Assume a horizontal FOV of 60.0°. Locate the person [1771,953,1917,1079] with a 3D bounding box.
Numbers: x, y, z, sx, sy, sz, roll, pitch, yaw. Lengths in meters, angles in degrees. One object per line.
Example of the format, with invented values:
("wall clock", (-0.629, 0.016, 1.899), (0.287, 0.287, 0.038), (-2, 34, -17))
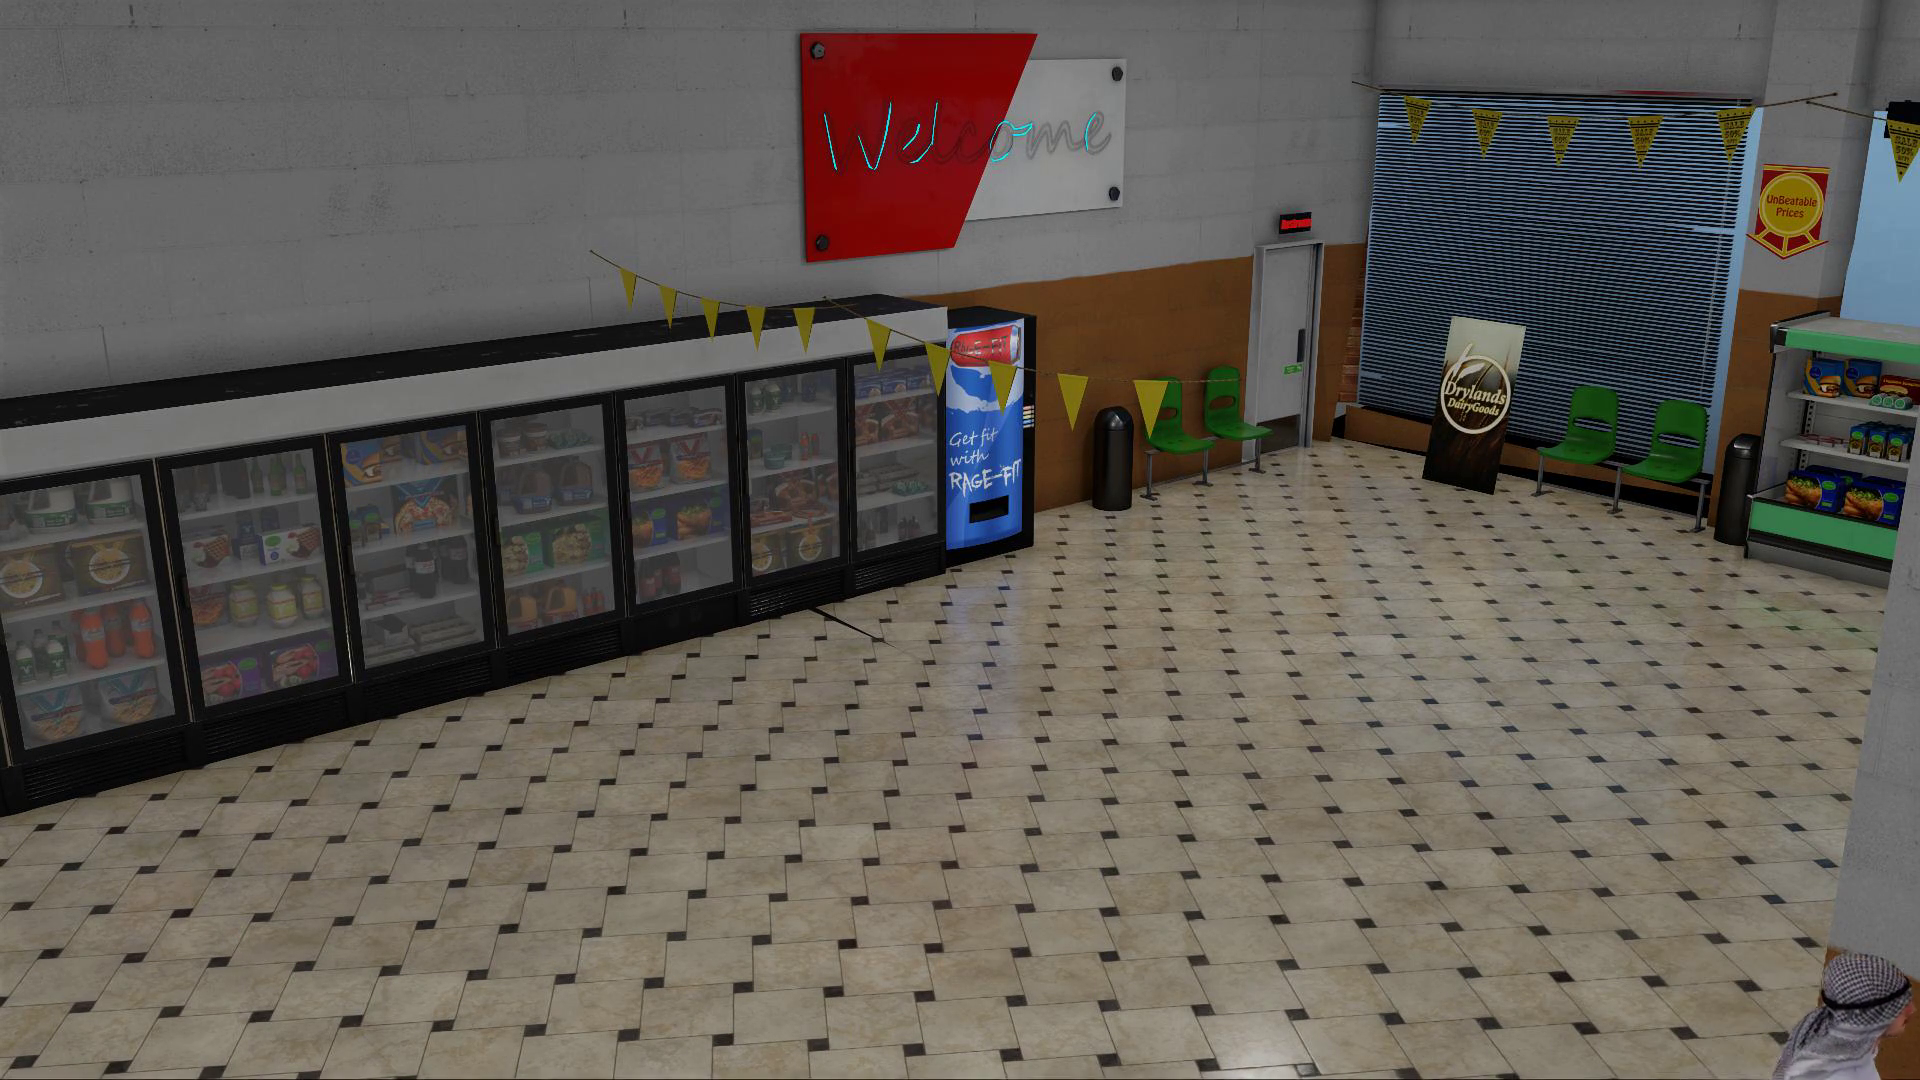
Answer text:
("person", (2.506, 2.095, 5.053), (1.315, 1.895, 1.077), (6, 18, 20))
